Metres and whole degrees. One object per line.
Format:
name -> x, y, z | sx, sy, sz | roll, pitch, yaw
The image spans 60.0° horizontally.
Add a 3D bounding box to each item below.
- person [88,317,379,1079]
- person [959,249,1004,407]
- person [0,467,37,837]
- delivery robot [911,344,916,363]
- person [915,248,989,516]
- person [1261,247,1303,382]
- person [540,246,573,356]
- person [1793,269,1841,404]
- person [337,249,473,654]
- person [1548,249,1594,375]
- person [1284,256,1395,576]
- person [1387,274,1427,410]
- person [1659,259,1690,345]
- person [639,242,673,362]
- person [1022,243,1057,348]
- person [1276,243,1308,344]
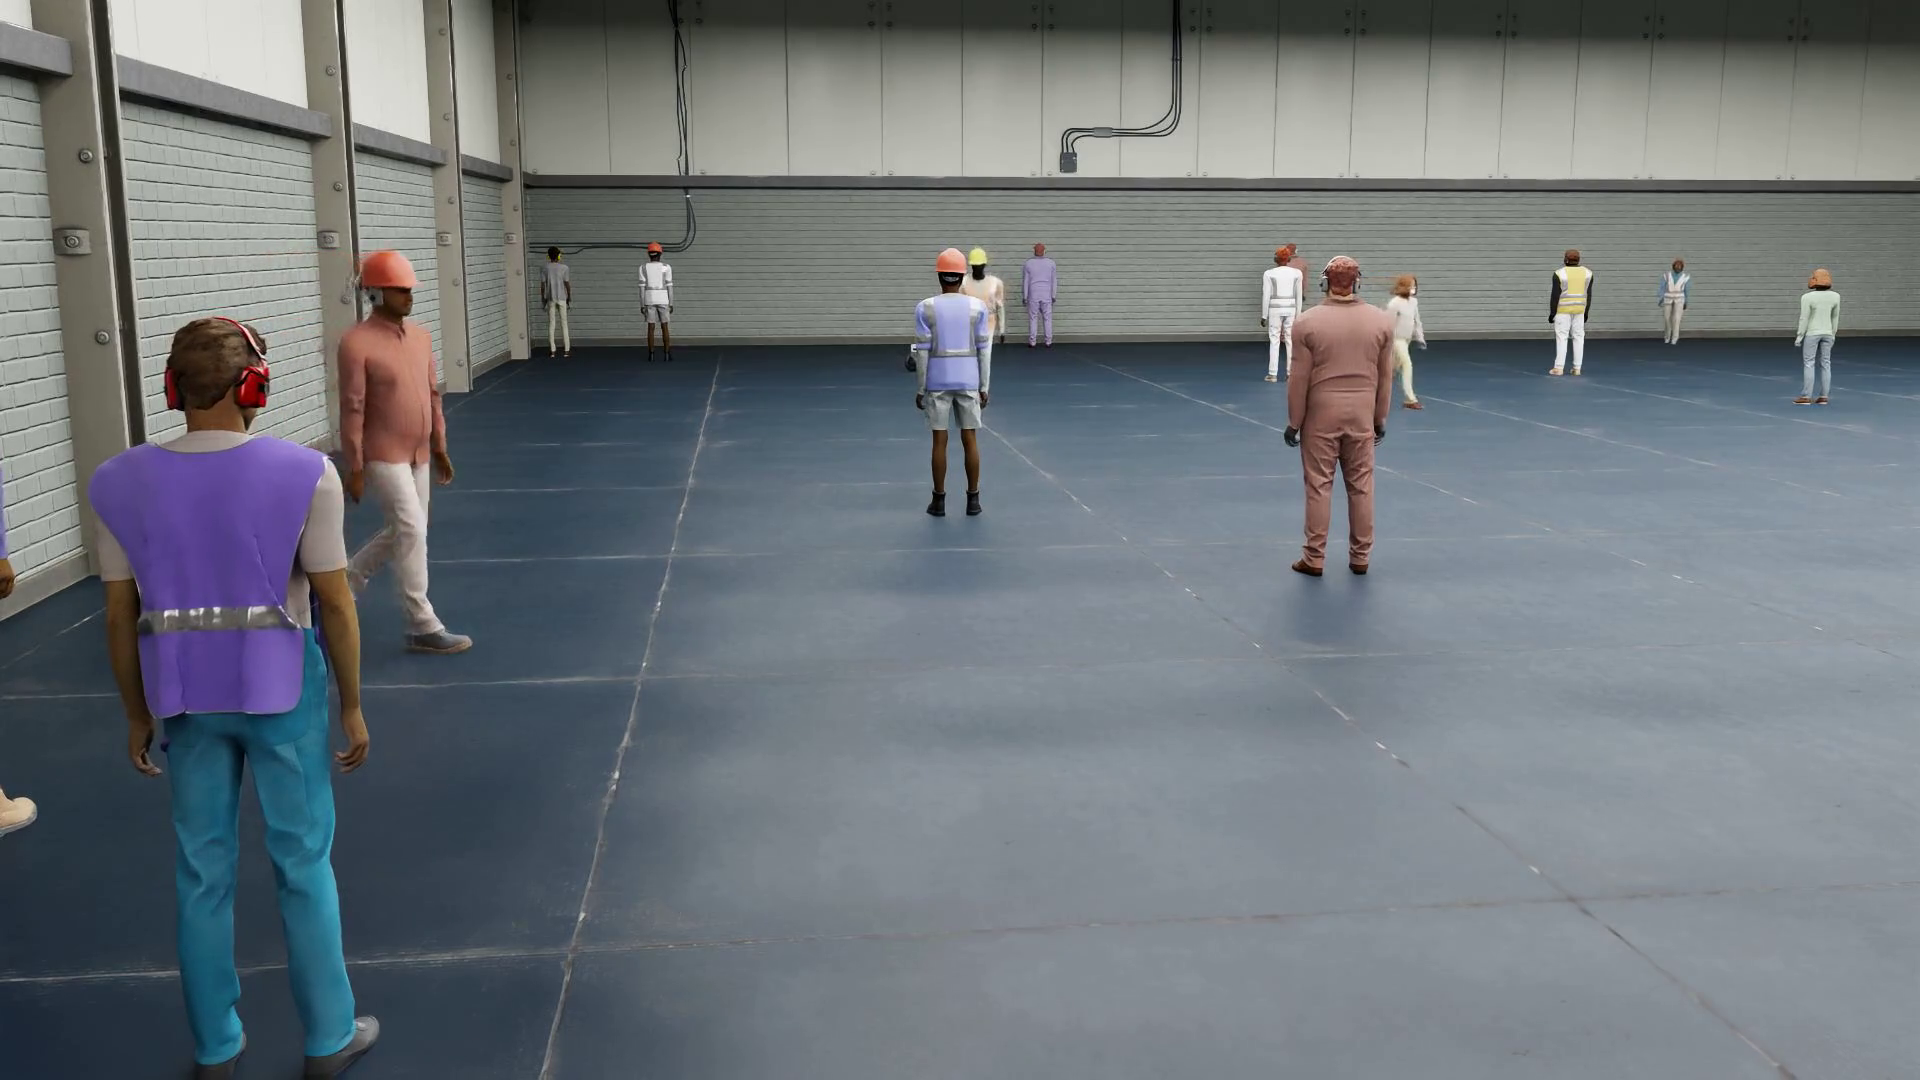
person -> -1.693, 0.405, 3.911 | 0.563, 1.837, 0.389 | -1, 10, -6
person -> 0.207, -2.540, 19.961 | 0.618, 1.869, 1.018 | 2, 10, 9
person -> -3.455, 0.012, 5.498 | 0.605, 2.045, 0.378 | -1, 10, -6
delivery robot -> -0.412, -2.857, 25.054 | 0.477, 0.478, 0.707 | 9, 14, 40
person -> -0.061, -1.135, 12.073 | 0.542, 1.939, 0.361 | -1, 10, -6
person -> 4.506, -3.157, 23.315 | 0.573, 1.883, 0.355 | -1, 10, -6
person -> -6.848, -4.045, 28.210 | 0.521, 1.874, 0.328 | -1, 10, -6
person -> 10.371, -2.454, 20.140 | 0.498, 1.634, 0.279 | -1, 10, -6
person -> -2.823, -0.430, 8.145 | 0.855, 1.974, 0.613 | 3, 11, 15
person -> 8.950, -3.343, 24.444 | 0.621, 1.845, 0.429 | -1, 10, -6
person -> 2.248, -0.732, 9.949 | 0.639, 1.911, 0.406 | -1, 10, -6
person -> 5.181, -2.359, 19.744 | 0.846, 1.593, 0.496 | 10, 14, 42
person -> 13.471, -4.488, 31.350 | 0.507, 1.610, 0.735 | 6, 12, 29
person -> -4.940, -3.865, 27.072 | 0.542, 1.927, 0.374 | -1, 10, -6
person -> 1.449, -4.468, 30.431 | 0.639, 1.911, 0.406 | -1, 10, -6
person -> 6.231, -4.636, 31.377 | 0.639, 1.902, 0.406 | -1, 10, -6
